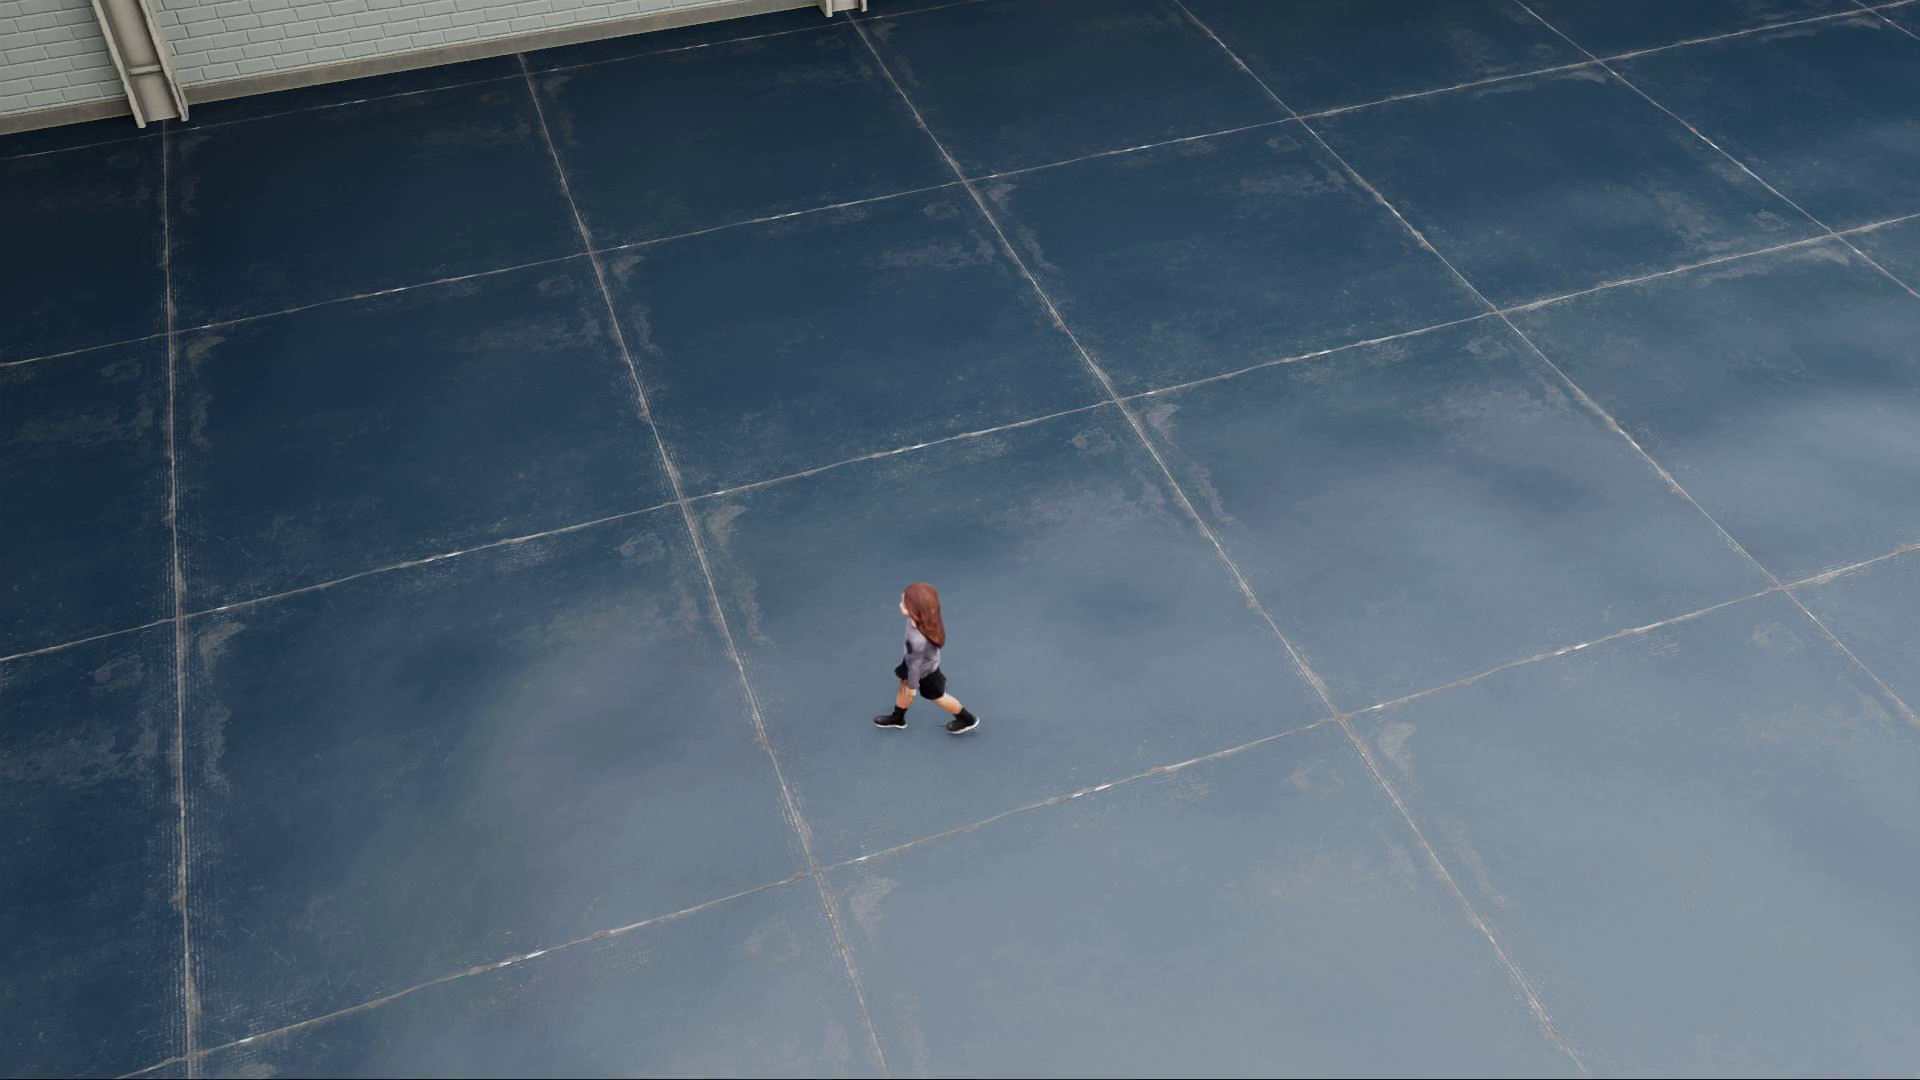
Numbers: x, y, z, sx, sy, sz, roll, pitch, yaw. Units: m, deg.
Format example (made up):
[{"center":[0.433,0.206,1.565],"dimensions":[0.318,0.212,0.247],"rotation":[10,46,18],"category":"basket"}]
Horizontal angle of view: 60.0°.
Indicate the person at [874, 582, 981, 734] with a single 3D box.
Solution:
[{"center":[-0.139,0.645,8.730],"dimensions":[0.854,1.083,0.642],"rotation":[-1,43,-1],"category":"person"}]
